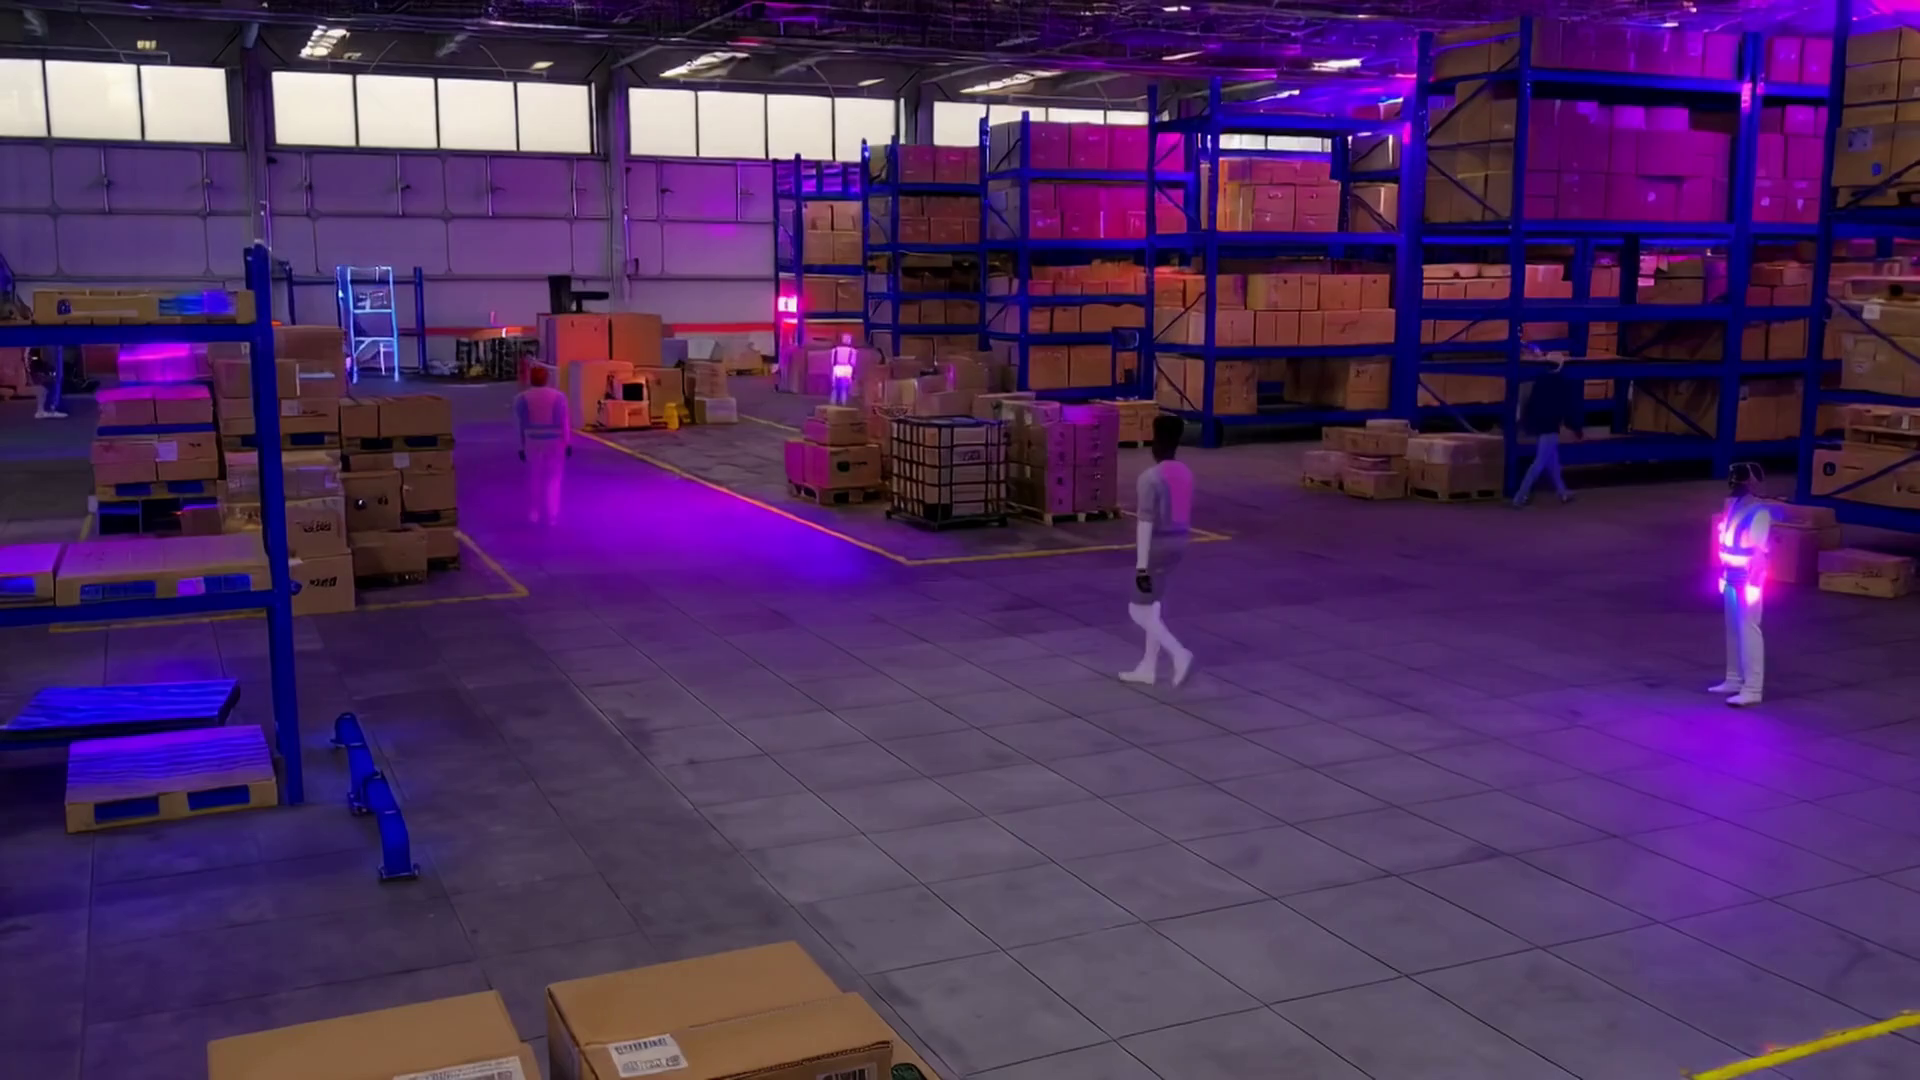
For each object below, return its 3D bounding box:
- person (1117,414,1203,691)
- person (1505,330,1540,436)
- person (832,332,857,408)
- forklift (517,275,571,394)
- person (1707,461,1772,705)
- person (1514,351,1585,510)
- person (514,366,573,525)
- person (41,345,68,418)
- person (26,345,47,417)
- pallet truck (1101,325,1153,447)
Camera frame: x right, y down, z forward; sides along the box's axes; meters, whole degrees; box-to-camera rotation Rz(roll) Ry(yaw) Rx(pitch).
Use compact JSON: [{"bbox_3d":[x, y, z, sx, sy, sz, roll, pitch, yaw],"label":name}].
[{"bbox_3d":[1.384,0.098,11.400,0.683,1.930,0.629,7,12,39],"label":"person"},{"bbox_3d":[9.861,-2.741,29.152,0.732,1.893,0.488,-2,9,-9],"label":"person"},{"bbox_3d":[-2.410,-3.414,34.049,0.550,1.664,0.730,4,10,21],"label":"person"},{"bbox_3d":[-9.091,-4.635,37.845,1.873,2.768,1.129,-4,10,-25],"label":"forklift"},{"bbox_3d":[5.267,0.281,11.207,0.313,1.632,0.513,0,9,3],"label":"person"},{"bbox_3d":[7.205,-1.330,20.301,1.061,1.939,0.618,-3,10,-17],"label":"person"},{"bbox_3d":[-4.800,-1.098,19.219,0.642,1.812,0.847,-2,9,-12],"label":"person"},{"bbox_3d":[-18.035,-3.389,33.081,0.368,1.931,0.630,-2,9,-11],"label":"person"},{"bbox_3d":[-18.327,-3.396,33.084,0.551,1.933,0.377,2,9,10],"label":"person"},{"bbox_3d":[2.881,-2.596,27.923,0.823,1.965,1.885,-1,9,-7],"label":"pallet truck"}]
